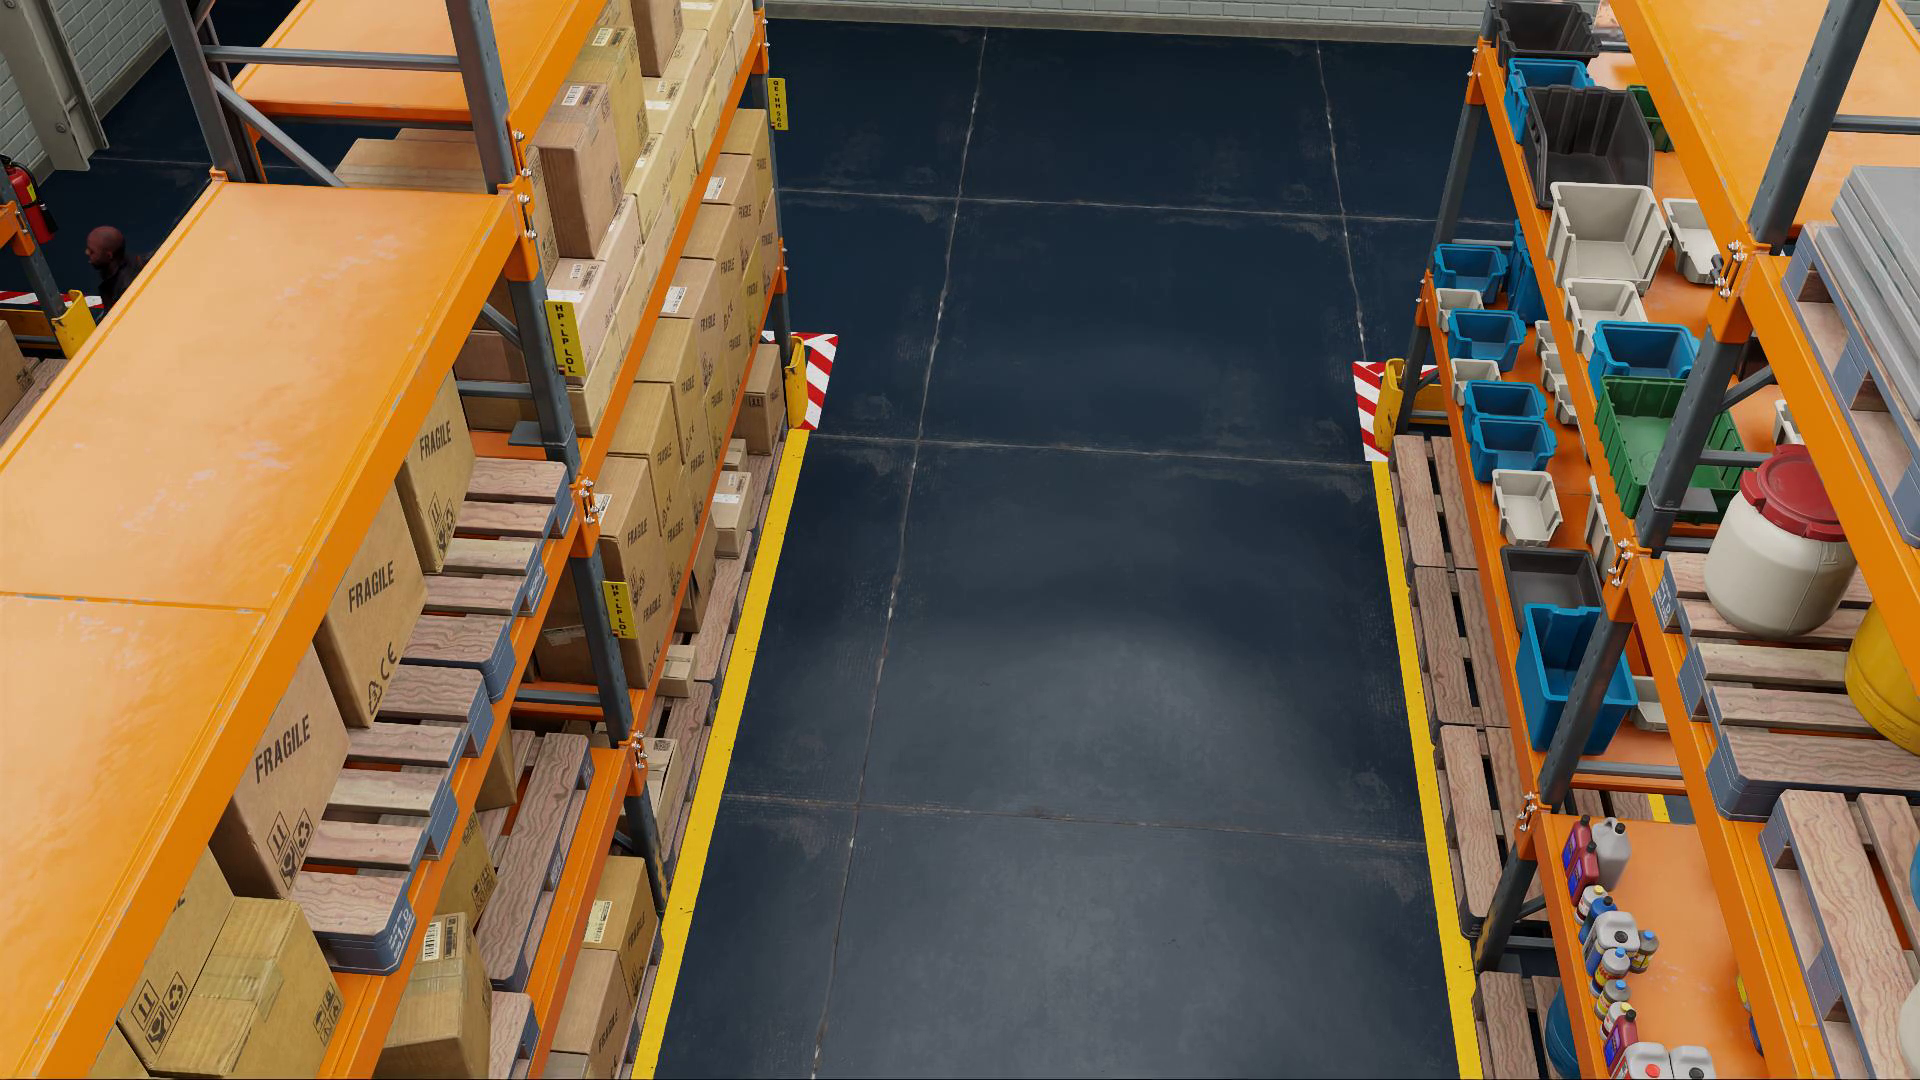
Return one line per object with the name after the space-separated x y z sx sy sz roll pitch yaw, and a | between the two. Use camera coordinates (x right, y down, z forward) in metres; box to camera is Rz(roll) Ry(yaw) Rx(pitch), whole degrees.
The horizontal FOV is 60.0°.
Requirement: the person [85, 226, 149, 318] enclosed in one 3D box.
-4.843 -1.113 10.065 0.884 1.825 0.799 -23 48 -23 | person
